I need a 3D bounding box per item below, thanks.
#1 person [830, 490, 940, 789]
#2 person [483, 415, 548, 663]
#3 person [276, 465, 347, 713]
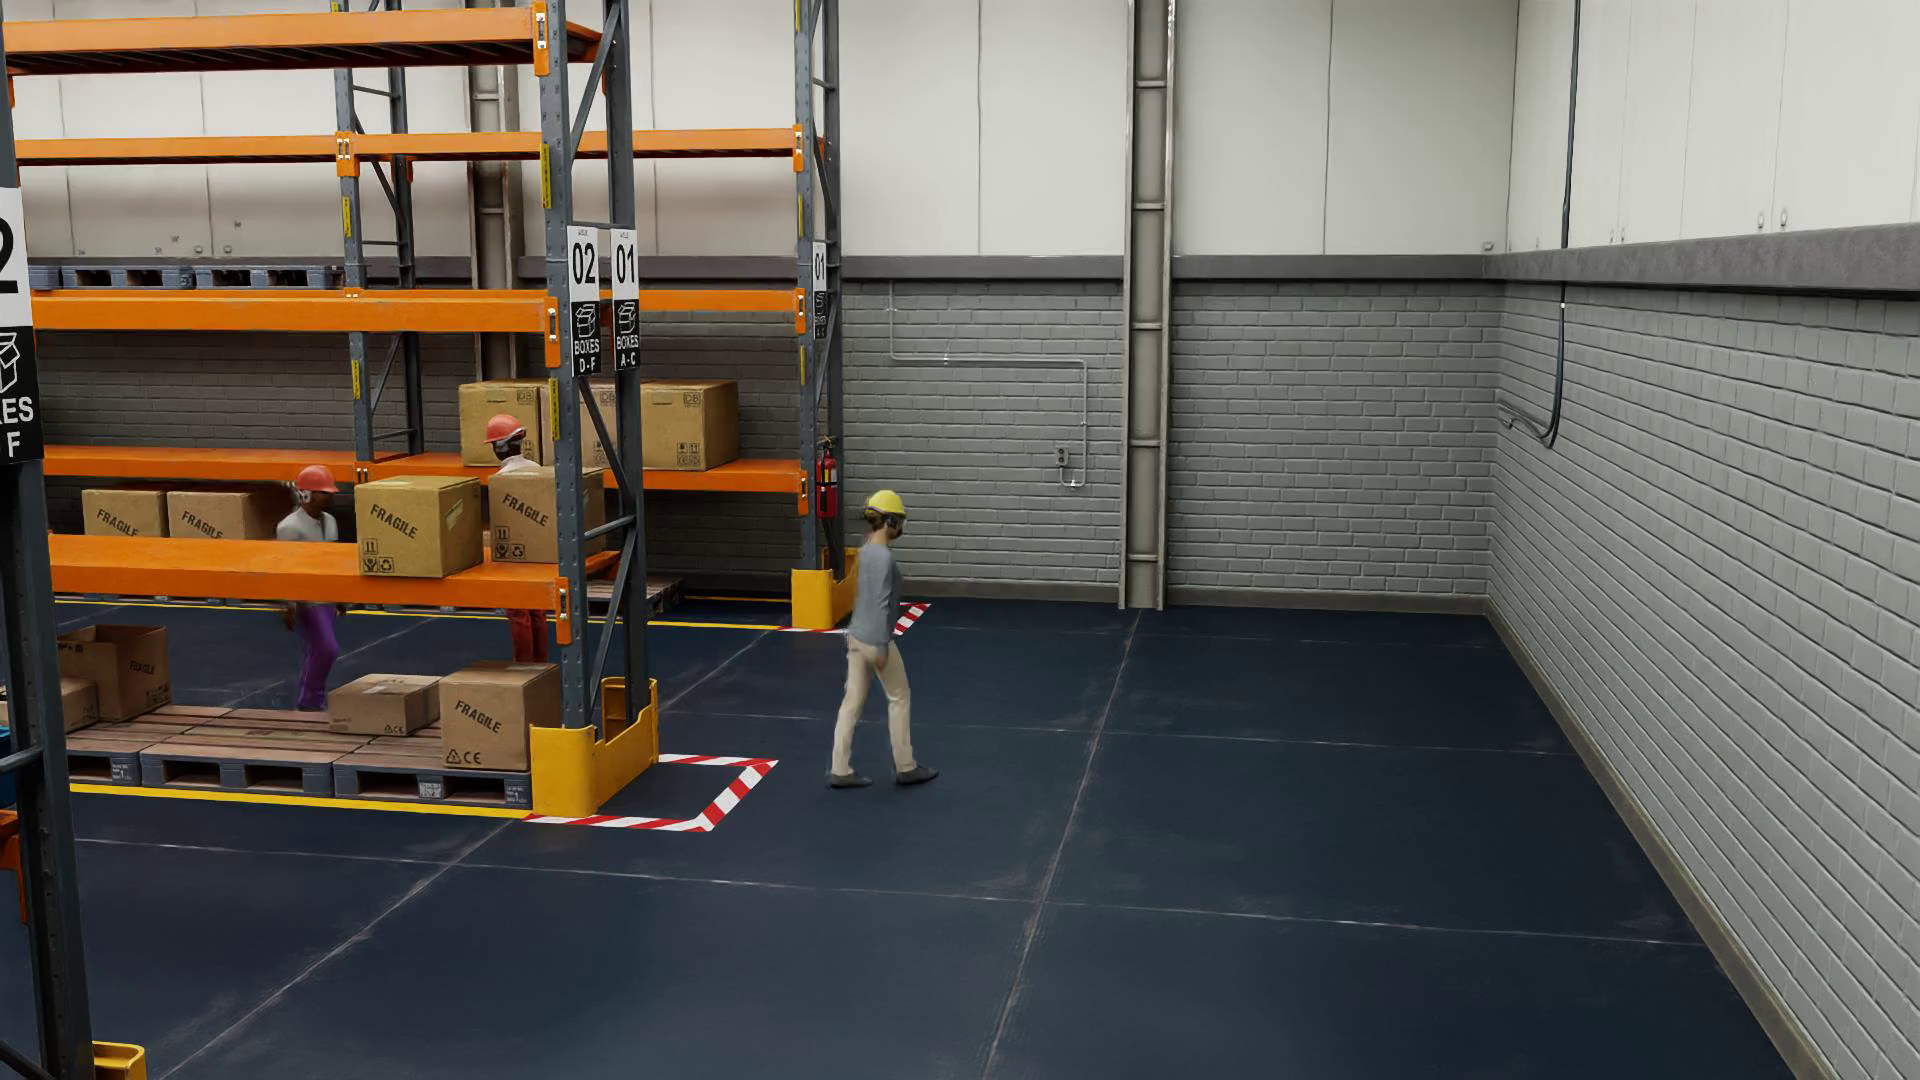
[{"bbox_3d":[-0.446,0.580,9.652,0.731,1.721,0.551,-4,10,-22],"label":"person"},{"bbox_3d":[-3.171,0.098,11.846,0.393,1.985,0.611,2,9,10],"label":"person"},{"bbox_3d":[-4.203,0.372,10.900,0.419,1.732,0.594,1,9,9],"label":"person"}]
